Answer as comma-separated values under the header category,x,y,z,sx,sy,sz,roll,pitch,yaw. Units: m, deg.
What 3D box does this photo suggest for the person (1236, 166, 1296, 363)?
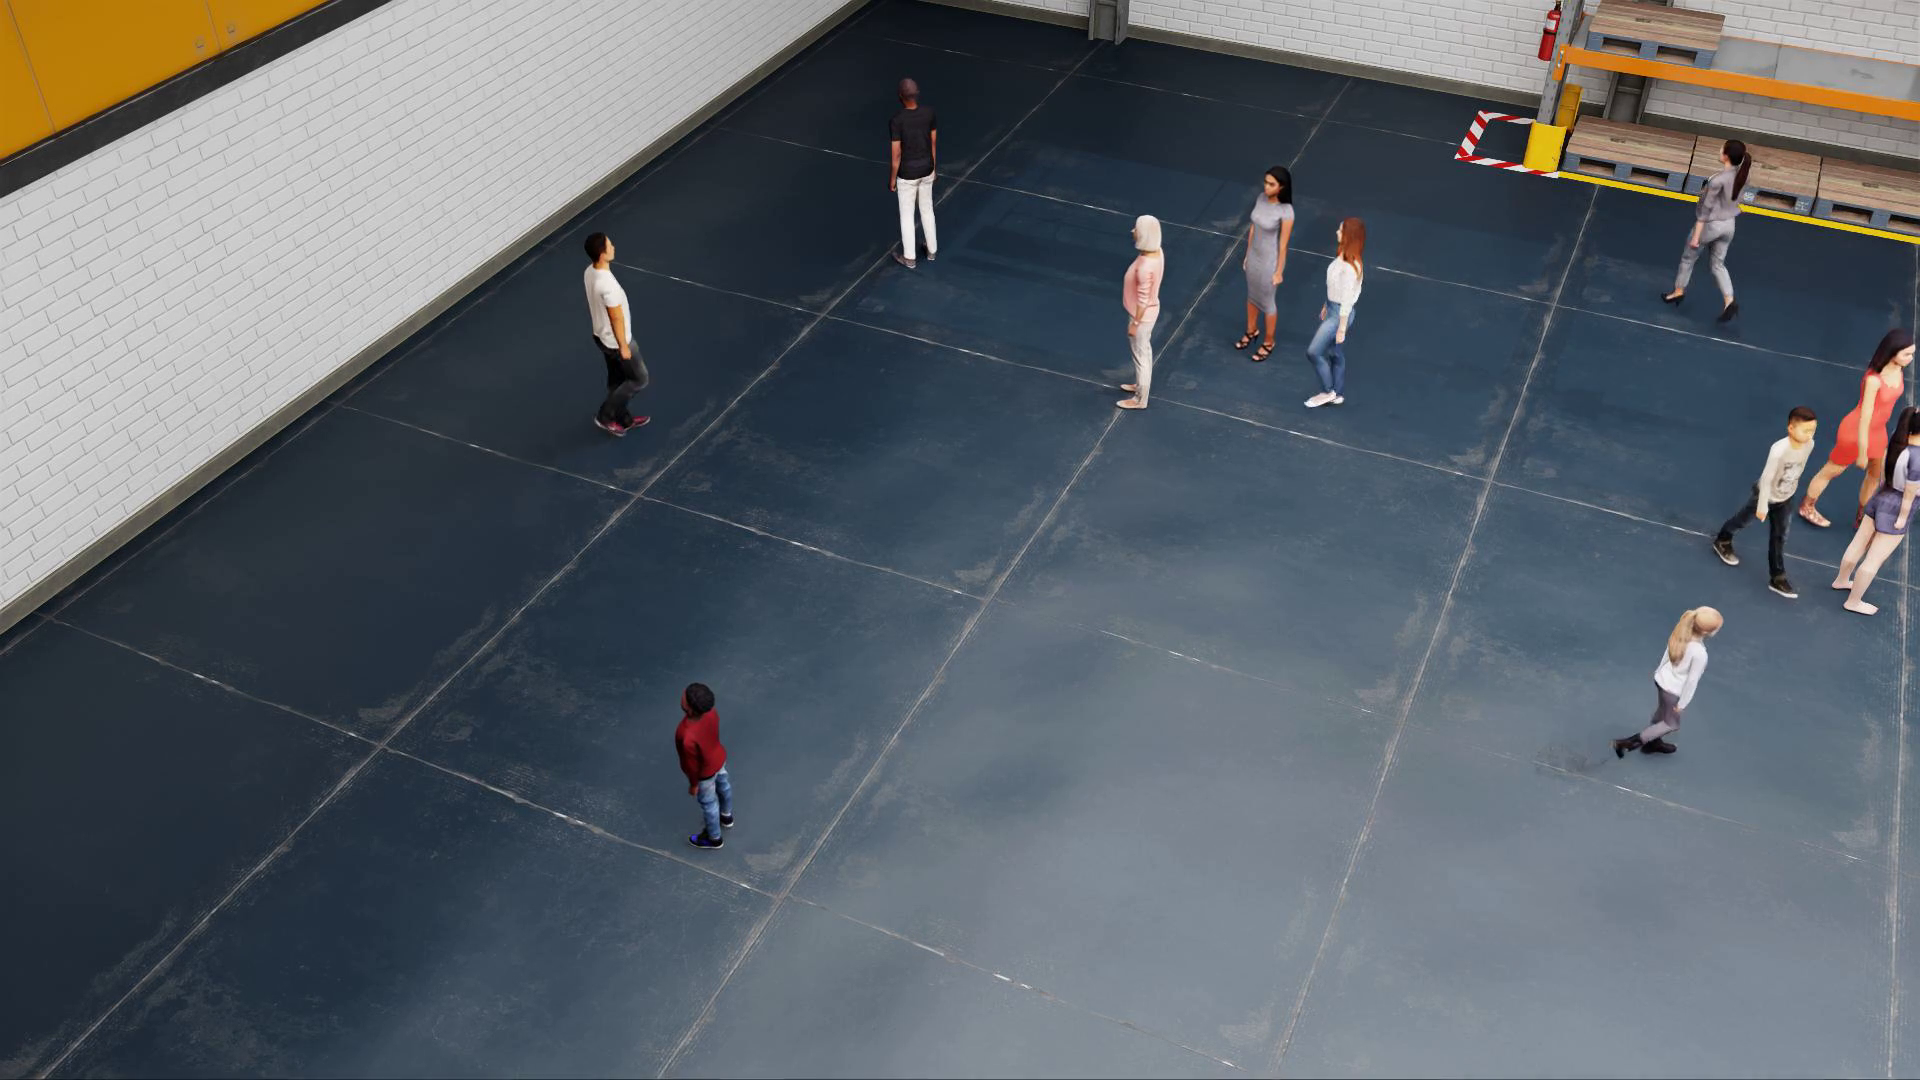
category,x,y,z,sx,sy,sz,roll,pitch,yaw
person,2.594,-2.342,14.064,0.719,1.778,0.627,-20,43,-23

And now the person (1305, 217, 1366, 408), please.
category,x,y,z,sx,sy,sz,roll,pitch,yaw
person,3.141,-1.802,13.434,0.678,1.719,0.665,6,39,7

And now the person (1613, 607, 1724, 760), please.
category,x,y,z,sx,sy,sz,roll,pitch,yaw
person,4.395,0.919,10.392,0.829,1.263,0.714,-5,39,-6

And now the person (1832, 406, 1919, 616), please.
category,x,y,z,sx,sy,sz,roll,pitch,yaw
person,6.428,-0.226,11.515,0.647,1.651,0.662,2,39,2

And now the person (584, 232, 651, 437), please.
category,x,y,z,sx,sy,sz,roll,pitch,yaw
person,-2.800,-1.574,13.083,0.884,1.801,0.821,-22,43,-25

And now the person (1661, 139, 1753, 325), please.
category,x,y,z,sx,sy,sz,roll,pitch,yaw
person,6.665,-2.666,14.569,1.026,1.653,1.118,-17,42,-20

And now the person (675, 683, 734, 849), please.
category,x,y,z,sx,sy,sz,roll,pitch,yaw
person,-1.507,1.325,9.890,0.490,1.256,0.512,14,41,17

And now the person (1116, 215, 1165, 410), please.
category,x,y,z,sx,sy,sz,roll,pitch,yaw
person,1.485,-1.850,13.489,0.585,1.725,0.640,9,39,11

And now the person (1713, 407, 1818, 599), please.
category,x,y,z,sx,sy,sz,roll,pitch,yaw
person,5.734,-0.349,11.848,0.977,1.427,1.033,-12,40,-15

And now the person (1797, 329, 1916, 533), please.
category,x,y,z,sx,sy,sz,roll,pitch,yaw
person,6.525,-0.812,12.209,0.808,1.699,0.971,-28,47,-31

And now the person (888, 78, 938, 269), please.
category,x,y,z,sx,sy,sz,roll,pitch,yaw
person,-0.427,-3.385,15.349,0.756,1.803,0.762,-23,44,-26
